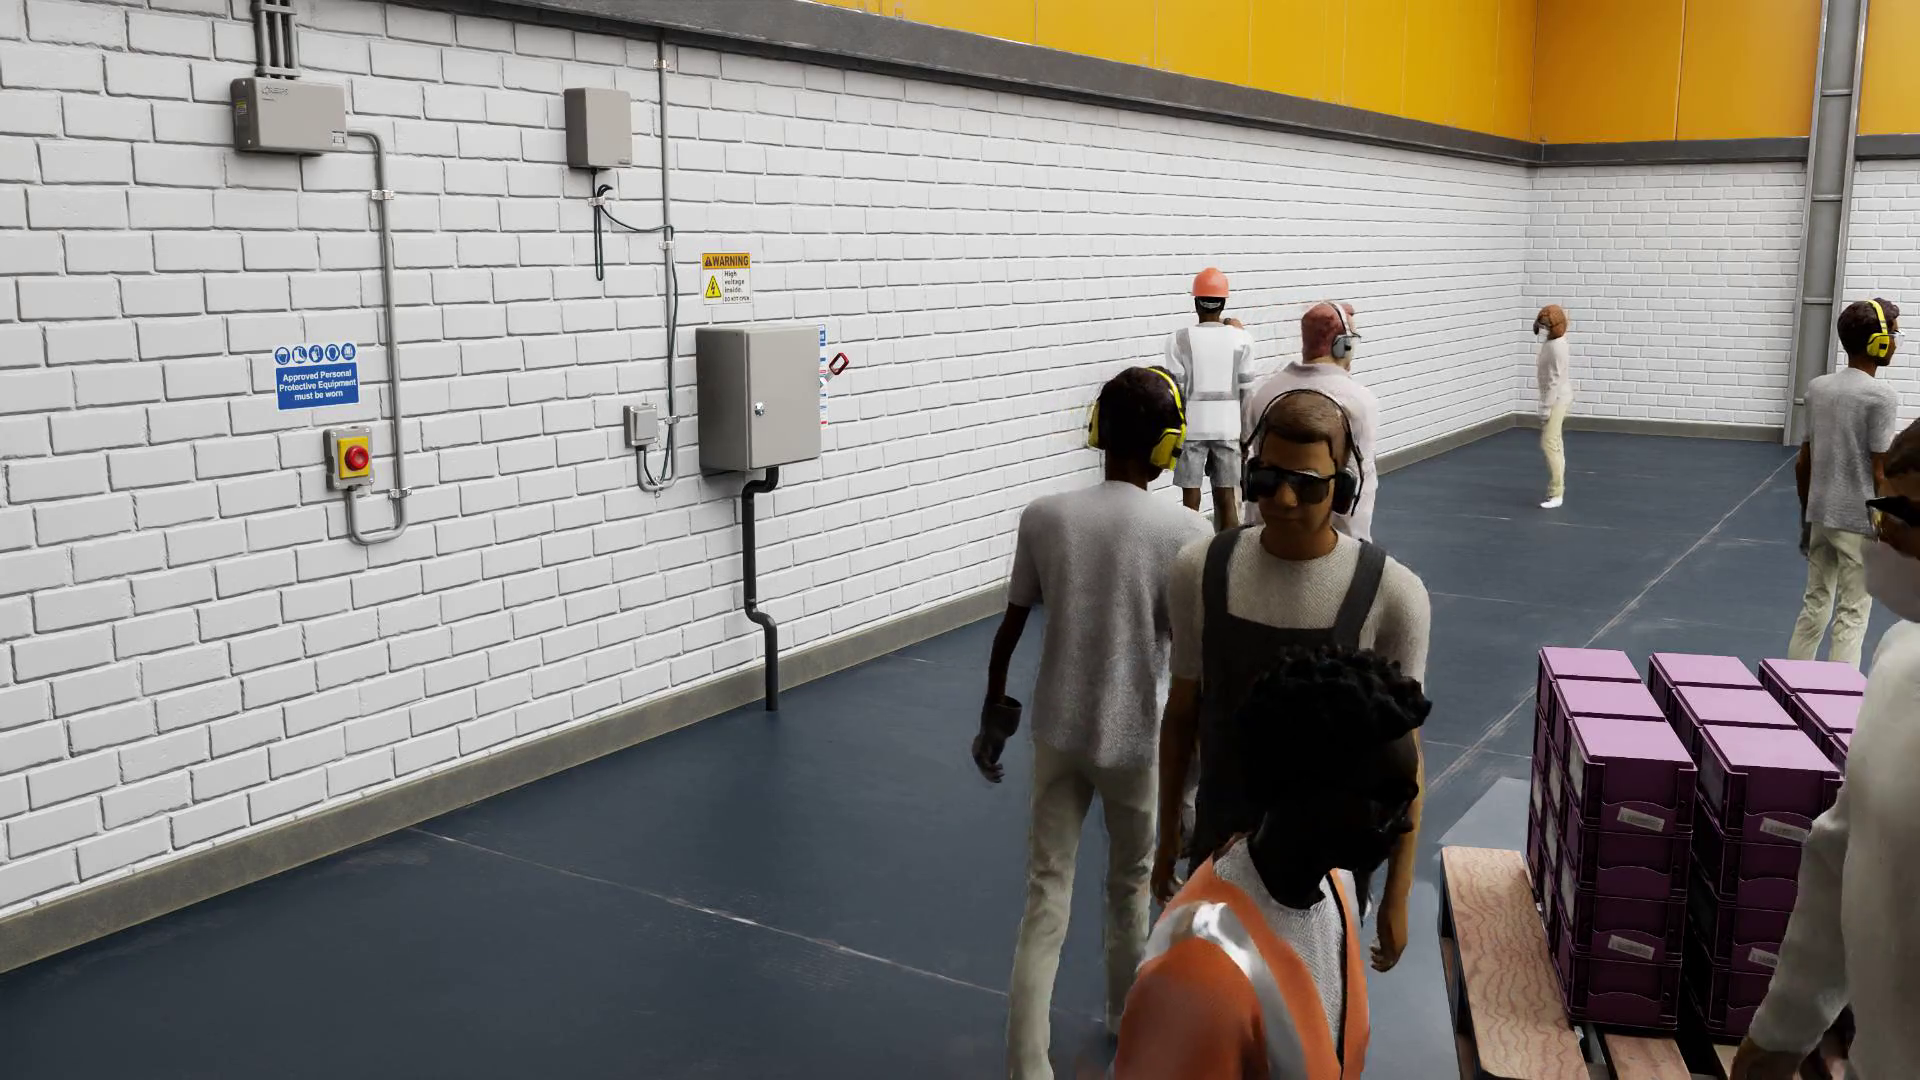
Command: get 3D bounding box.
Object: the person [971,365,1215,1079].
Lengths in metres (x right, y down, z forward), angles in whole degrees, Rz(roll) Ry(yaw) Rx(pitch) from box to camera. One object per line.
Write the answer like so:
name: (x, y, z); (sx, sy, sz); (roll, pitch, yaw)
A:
person: (0.310, 0.491, 4.008); (0.663, 1.798, 0.980); (5, 11, 24)

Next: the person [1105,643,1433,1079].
person: (0.234, 0.901, 2.210); (0.941, 1.638, 0.541); (6, 12, 32)

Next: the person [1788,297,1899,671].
person: (3.620, -0.040, 6.775); (0.328, 1.869, 0.517); (-2, 10, -11)

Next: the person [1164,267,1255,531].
person: (1.473, -0.646, 9.933); (0.542, 1.939, 0.359); (0, 10, -3)

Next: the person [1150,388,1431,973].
person: (0.639, 0.610, 3.261); (0.529, 1.830, 0.436); (5, 11, 26)

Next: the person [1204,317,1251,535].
person: (1.614, -0.532, 10.126); (0.307, 1.641, 0.513); (4, 11, 20)

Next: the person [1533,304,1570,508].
person: (4.675, -1.070, 13.196); (0.334, 1.609, 0.650); (3, 11, 14)

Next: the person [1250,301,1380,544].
person: (1.372, -0.014, 6.633); (0.927, 1.874, 0.653); (-7, 12, -35)

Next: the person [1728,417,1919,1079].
person: (1.218, 0.763, 2.163); (0.500, 1.920, 0.640); (3, 11, 16)
